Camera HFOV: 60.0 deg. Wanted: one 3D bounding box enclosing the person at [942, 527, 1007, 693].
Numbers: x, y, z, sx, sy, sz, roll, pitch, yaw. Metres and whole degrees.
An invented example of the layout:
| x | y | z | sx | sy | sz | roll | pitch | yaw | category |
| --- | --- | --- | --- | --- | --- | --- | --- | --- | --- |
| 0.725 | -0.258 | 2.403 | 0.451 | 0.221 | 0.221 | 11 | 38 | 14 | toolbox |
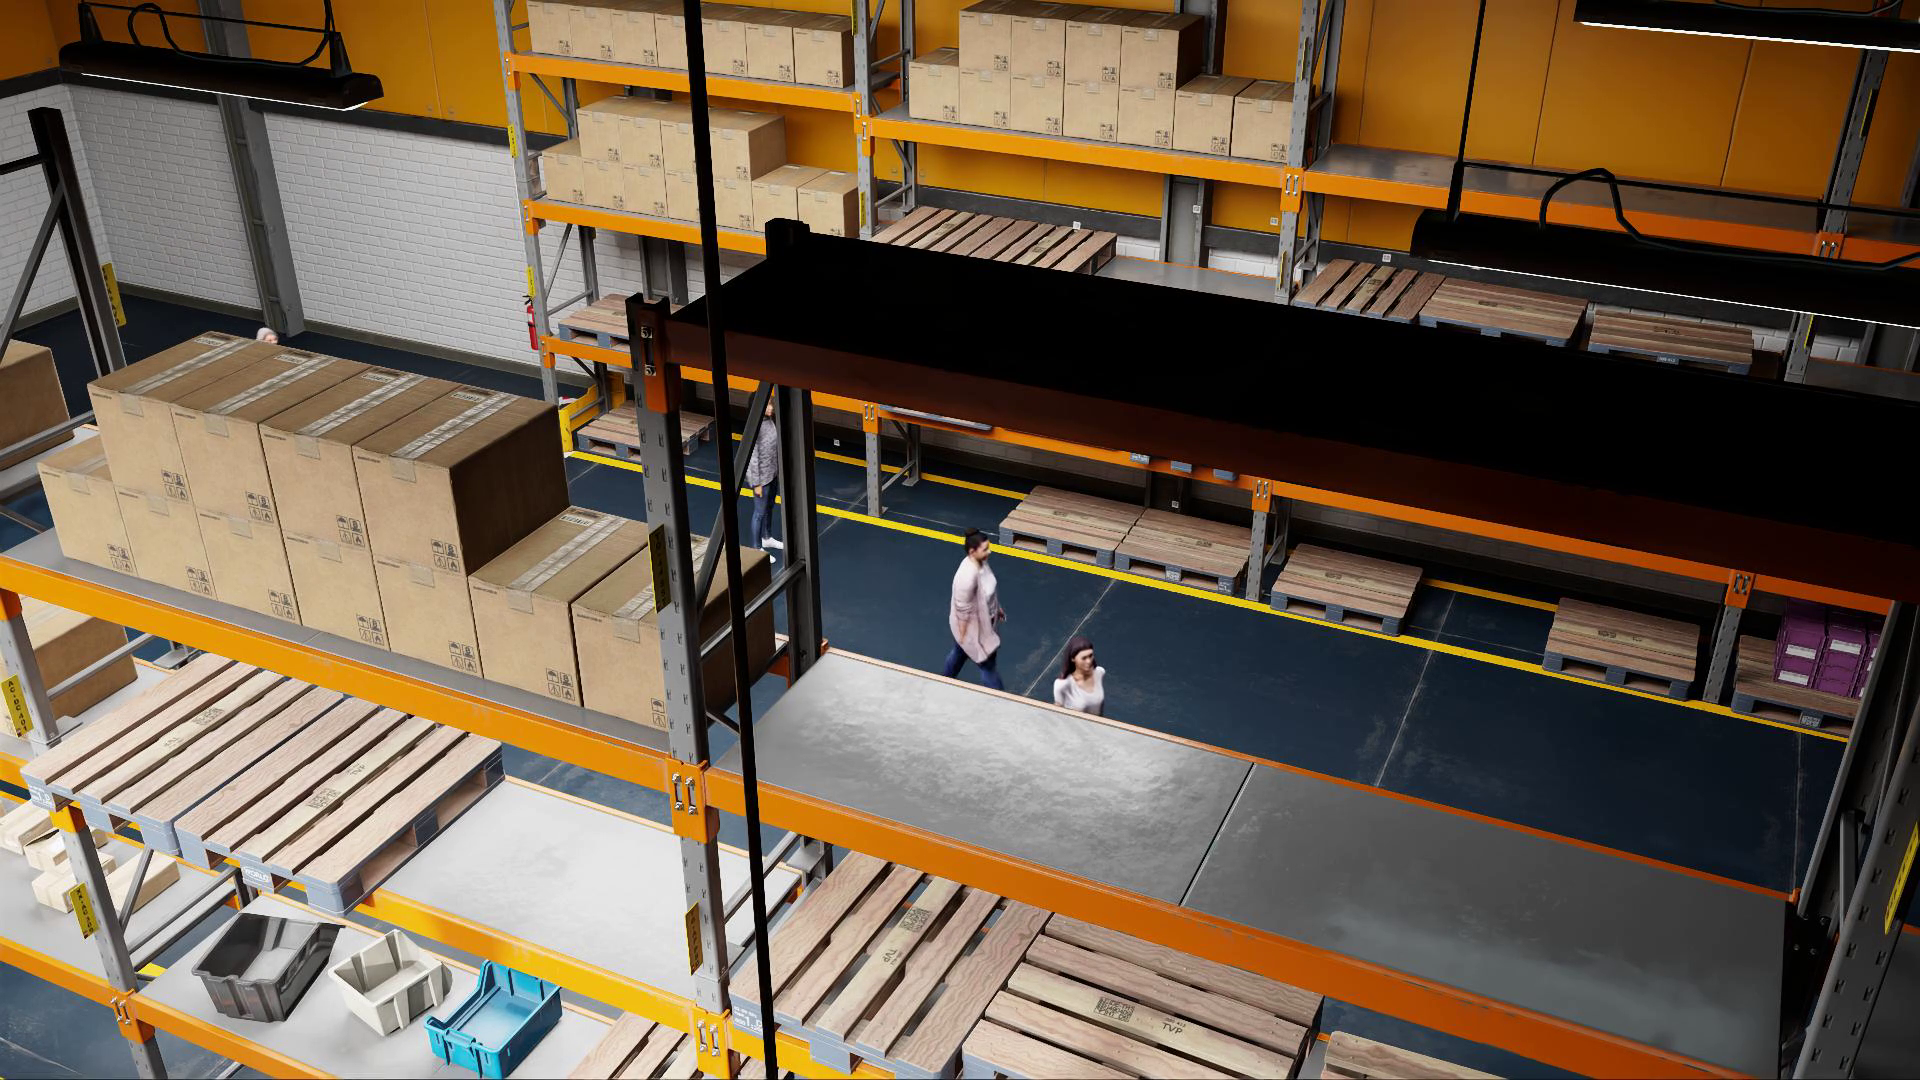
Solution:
| x | y | z | sx | sy | sz | roll | pitch | yaw | category |
| --- | --- | --- | --- | --- | --- | --- | --- | --- | --- |
| 0.031 | 0.660 | 13.628 | 1.133 | 1.701 | 0.830 | 6 | 29 | 11 | person |

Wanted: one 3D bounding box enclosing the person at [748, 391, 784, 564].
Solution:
| x | y | z | sx | sy | sz | roll | pitch | yaw | category |
| --- | --- | --- | --- | --- | --- | --- | --- | --- | --- |
| -1.882 | -0.642 | 15.982 | 0.552 | 1.731 | 0.644 | 9 | 30 | 16 | person |

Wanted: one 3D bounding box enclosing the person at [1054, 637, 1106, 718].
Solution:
| x | y | z | sx | sy | sz | roll | pitch | yaw | category |
| --- | --- | --- | --- | --- | --- | --- | --- | --- | --- |
| 0.851 | 1.446 | 12.204 | 0.679 | 1.685 | 0.691 | -19 | 34 | -30 | person |
